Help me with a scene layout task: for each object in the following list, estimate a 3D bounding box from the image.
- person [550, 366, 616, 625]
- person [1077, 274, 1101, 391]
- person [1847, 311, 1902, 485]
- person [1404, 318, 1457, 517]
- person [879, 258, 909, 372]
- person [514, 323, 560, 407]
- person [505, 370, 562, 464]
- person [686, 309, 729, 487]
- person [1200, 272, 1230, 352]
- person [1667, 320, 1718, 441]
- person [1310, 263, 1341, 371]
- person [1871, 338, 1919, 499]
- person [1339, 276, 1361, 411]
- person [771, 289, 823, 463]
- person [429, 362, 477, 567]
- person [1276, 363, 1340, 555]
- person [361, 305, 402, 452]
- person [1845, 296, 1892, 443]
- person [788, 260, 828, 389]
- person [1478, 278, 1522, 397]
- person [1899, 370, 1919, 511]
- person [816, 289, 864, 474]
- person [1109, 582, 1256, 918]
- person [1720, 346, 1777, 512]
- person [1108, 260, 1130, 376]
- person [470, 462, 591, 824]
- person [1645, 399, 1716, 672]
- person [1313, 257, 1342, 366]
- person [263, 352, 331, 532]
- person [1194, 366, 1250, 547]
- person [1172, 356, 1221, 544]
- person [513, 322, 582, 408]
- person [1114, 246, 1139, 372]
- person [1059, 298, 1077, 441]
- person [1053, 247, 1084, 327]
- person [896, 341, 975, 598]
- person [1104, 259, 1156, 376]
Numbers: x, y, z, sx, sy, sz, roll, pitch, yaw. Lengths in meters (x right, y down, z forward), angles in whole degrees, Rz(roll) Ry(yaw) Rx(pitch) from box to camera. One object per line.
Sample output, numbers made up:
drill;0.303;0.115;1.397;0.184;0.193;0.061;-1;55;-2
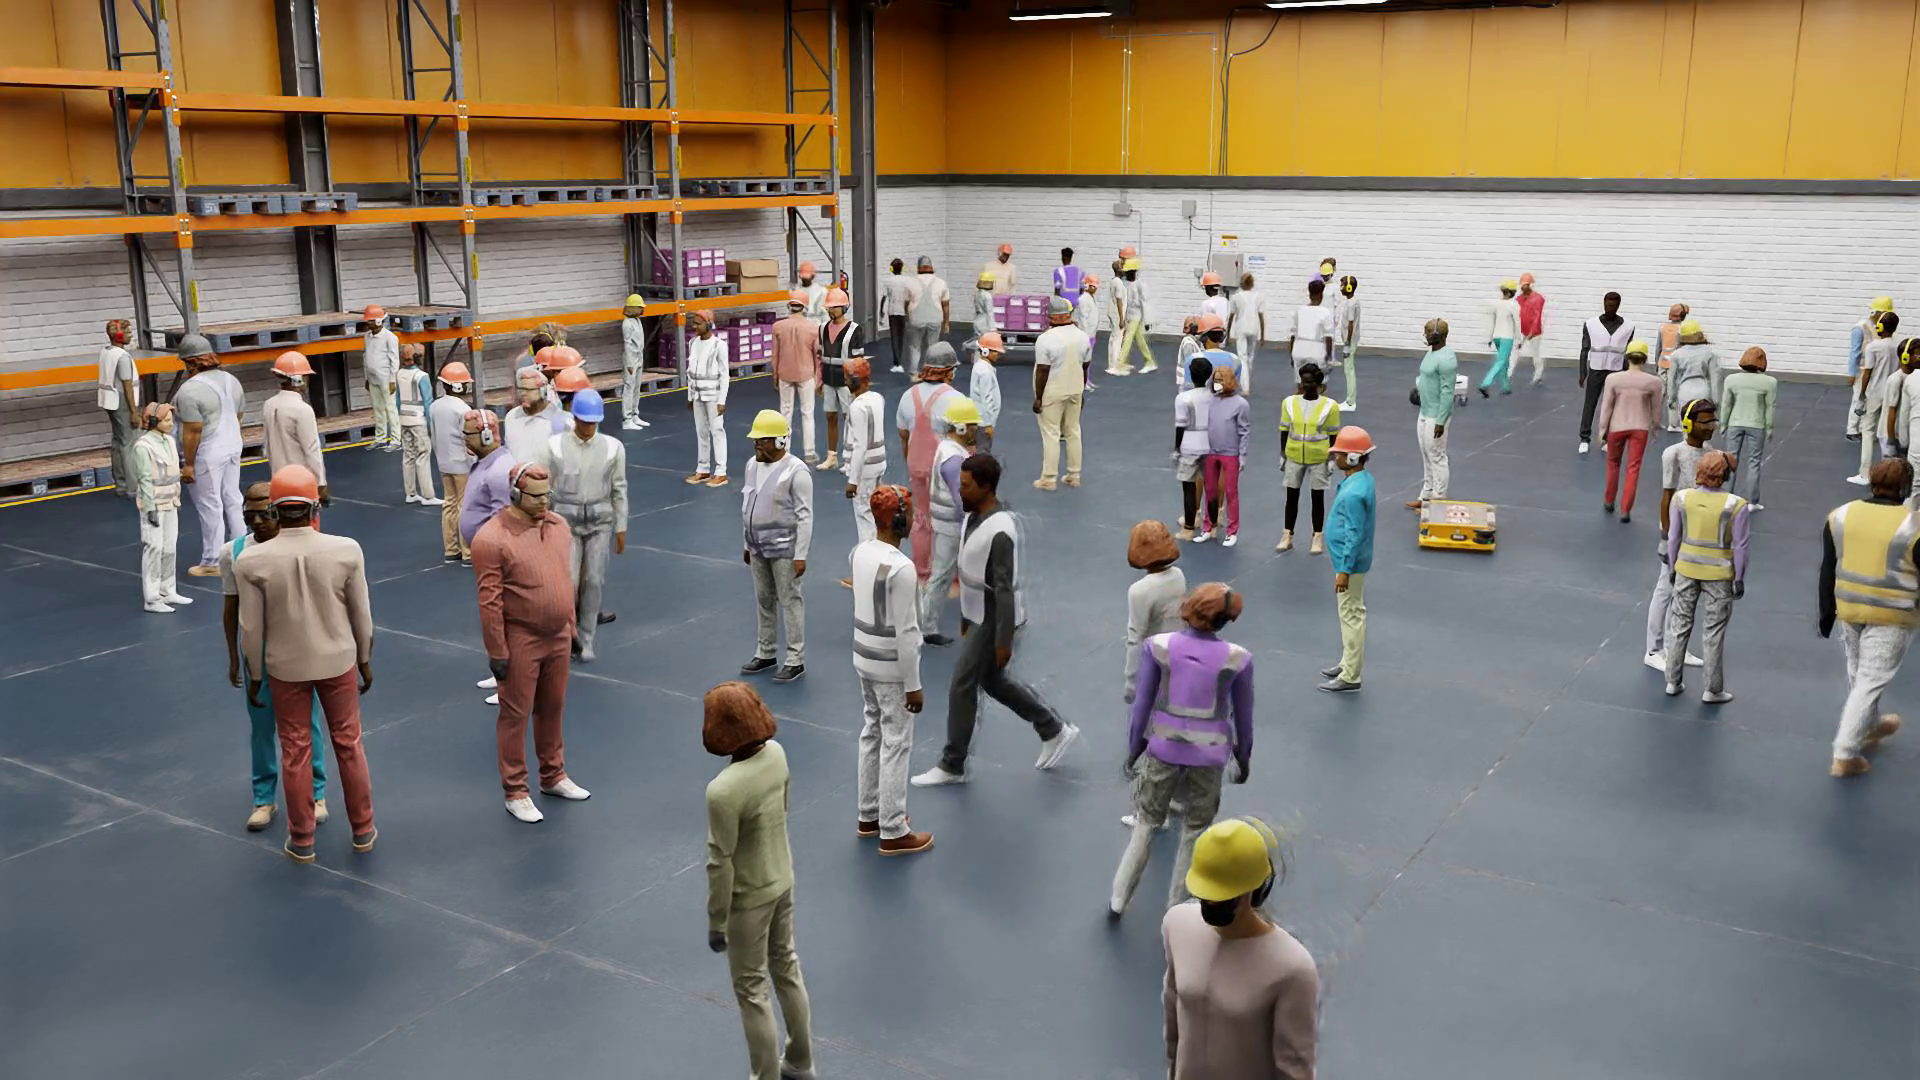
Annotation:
person;-2.865;-0.329;12.454;0.355;1.940;0.542;-12;17;-41
person;1.942;-3.114;24.956;0.338;1.744;0.561;4;14;18
person;9.802;-1.506;17.749;0.503;1.861;0.329;-3;13;-15
person;4.618;-1.197;16.225;0.361;1.936;0.635;0;13;-1
person;-1.038;-3.665;27.110;0.557;1.855;0.519;-3;13;-14
person;-3.875;-1.081;15.726;0.635;1.936;0.367;4;13;15
person;-3.180;-0.330;12.528;0.637;1.911;0.403;5;14;21
person;-2.698;-1.513;17.715;0.575;1.883;0.355;10;16;38
person;3.409;-2.662;22.586;0.377;1.932;0.552;12;18;43
person;8.056;-1.567;18.344;0.509;1.692;0.798;2;13;9
person;5.976;-3.650;27.261;0.526;1.761;0.344;9;16;34
person;8.509;-0.902;15.093;0.330;1.872;0.512;10;17;38
person;5.356;-2.707;22.954;0.318;1.861;0.520;3;13;13
person;-1.851;-1.873;19.072;0.623;1.982;0.424;2;13;7
person;-4.280;-0.649;14.248;0.572;1.750;0.330;11;17;39
person;3.065;-0.715;14.660;0.536;1.696;0.322;6;14;25
person;-6.908;-1.925;19.803;0.561;1.744;0.330;8;15;31
person;11.122;-2.079;20.336;0.614;1.806;0.448;-4;14;-17
person;-2.192;-3.090;24.287;0.629;2.008;0.839;4;14;17
person;7.891;-2.945;24.280;0.819;1.738;0.538;-6;14;-24
person;8.663;-0.839;14.742;0.399;1.908;0.643;-8;15;-30
person;-1.347;-1.752;18.399;0.608;2.044;0.370;8;15;31
person;1.032;0.970;7.526;0.586;1.607;0.379;5;14;19
person;7.787;-1.098;16.462;0.499;1.632;0.285;10;17;38
person;2.546;-3.561;26.679;0.345;1.847;0.506;-2;13;-7
person;-2.251;0.525;8.834;0.409;1.904;0.640;8;15;30
person;4.951;-0.035;11.329;0.520;1.873;0.328;-9;16;-33
person;6.106;-3.812;27.816;0.600;1.830;0.656;-3;13;-13
person;-5.141;-0.465;12.974;0.625;1.991;0.484;10;16;36
person;2.355;-0.759;14.987;0.508;1.632;0.271;10;16;36
person;2.166;-0.815;15.096;0.540;1.695;0.317;-5;14;-23
person;-4.106;-1.224;16.499;0.769;1.873;0.459;-3;13;-15
person;2.716;-3.765;27.132;0.393;2.041;0.613;5;14;22
person;1.293;-2.104;20.554;0.340;1.757;0.518;-5;14;-22
person;1.939;-4.153;29.108;0.614;1.924;0.915;-5;14;-22
person;-0.131;-0.567;13.263;0.673;2.000;0.536;10;16;37
person;2.775;-3.573;26.694;1.037;1.869;0.596;-6;14;-26
